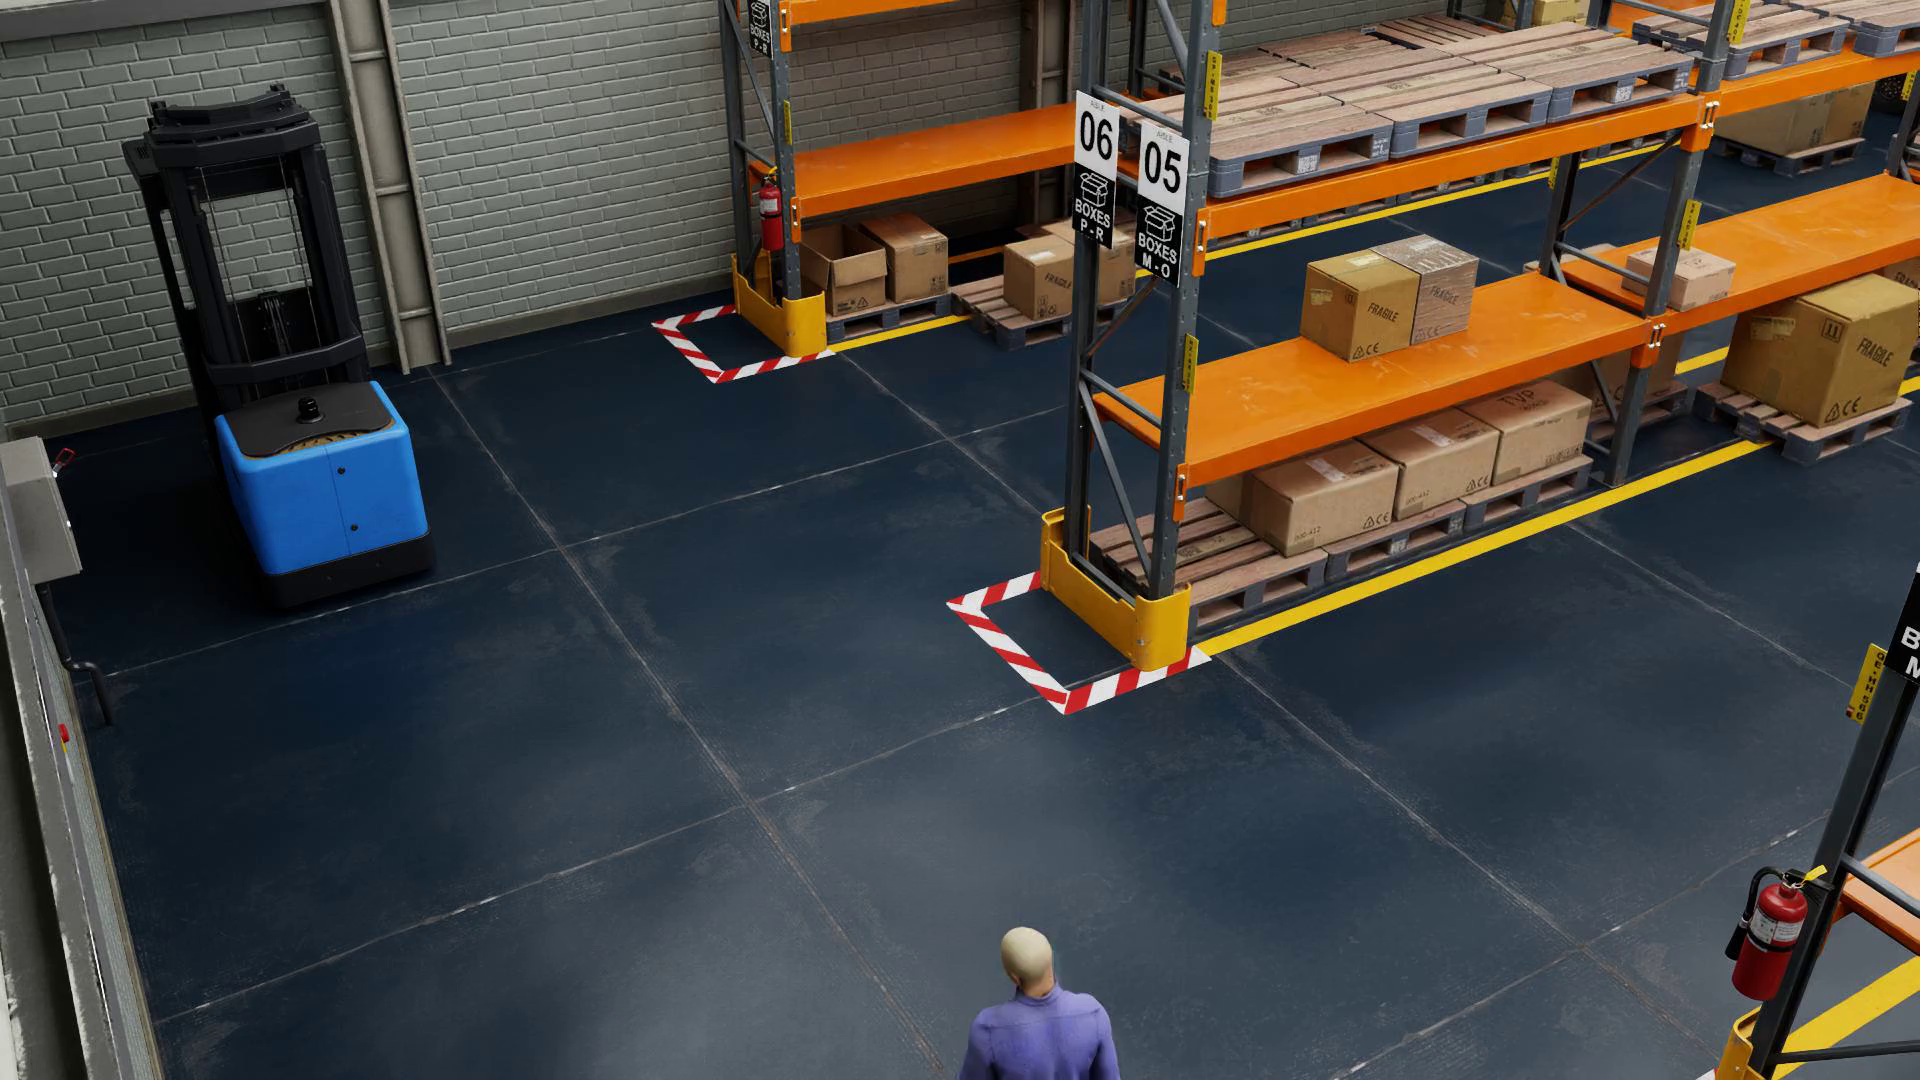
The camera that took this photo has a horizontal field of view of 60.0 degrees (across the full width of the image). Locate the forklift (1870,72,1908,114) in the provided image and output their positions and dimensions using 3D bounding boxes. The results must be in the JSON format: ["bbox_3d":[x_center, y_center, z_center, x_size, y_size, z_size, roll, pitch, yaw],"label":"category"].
[{"bbox_3d":[11.468,-5.645,18.244,1.214,2.155,2.313,-17,36,-26],"label":"forklift"}]

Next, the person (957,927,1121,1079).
[{"bbox_3d":[0.290,2.132,6.080,0.622,1.751,0.893,-9,33,-15],"label":"person"}]

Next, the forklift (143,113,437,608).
[{"bbox_3d":[-4.289,-1.259,10.509,1.129,2.768,1.873,-17,36,-26],"label":"forklift"}]
